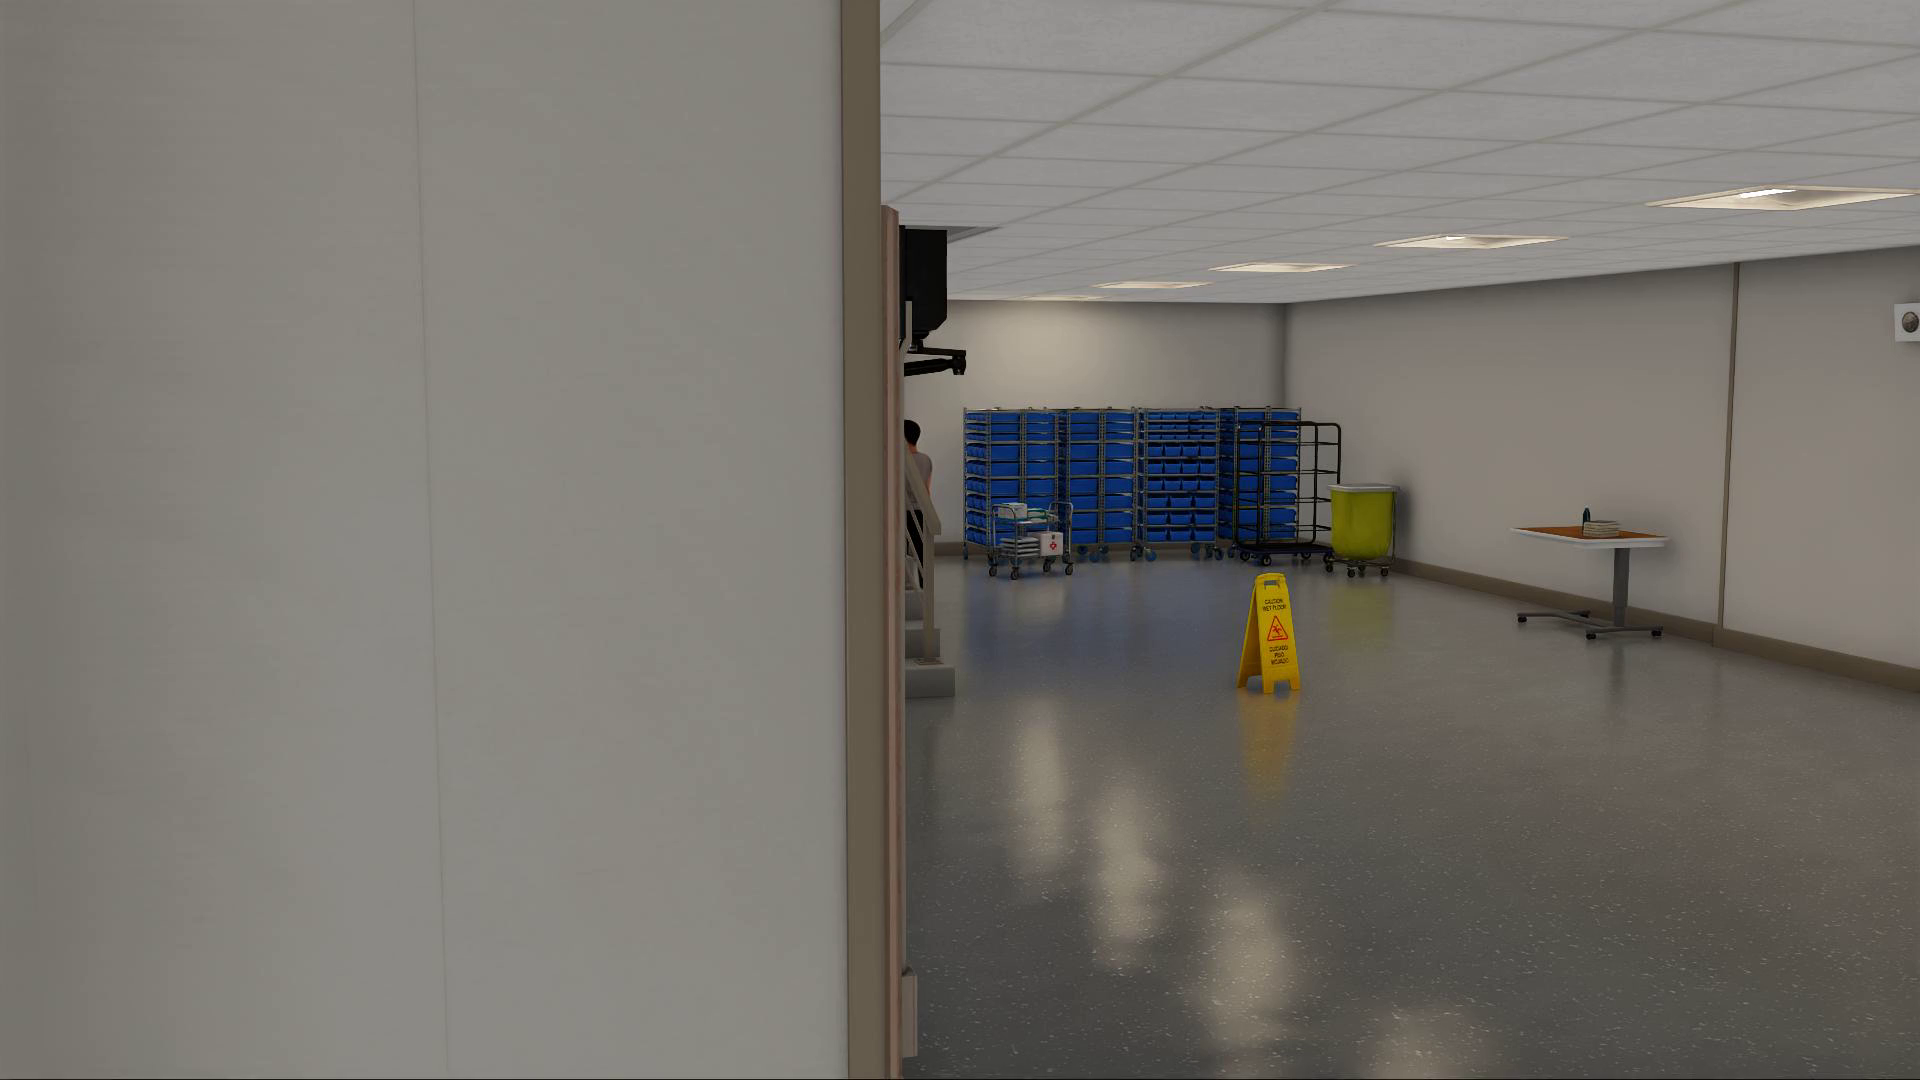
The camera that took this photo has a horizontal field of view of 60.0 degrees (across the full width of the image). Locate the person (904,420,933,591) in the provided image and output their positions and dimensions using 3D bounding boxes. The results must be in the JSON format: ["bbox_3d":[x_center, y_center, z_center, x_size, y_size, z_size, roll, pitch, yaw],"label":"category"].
[{"bbox_3d":[-0.458,-0.246,15.231,0.668,1.718,0.661,-5,8,-41],"label":"person"}]
